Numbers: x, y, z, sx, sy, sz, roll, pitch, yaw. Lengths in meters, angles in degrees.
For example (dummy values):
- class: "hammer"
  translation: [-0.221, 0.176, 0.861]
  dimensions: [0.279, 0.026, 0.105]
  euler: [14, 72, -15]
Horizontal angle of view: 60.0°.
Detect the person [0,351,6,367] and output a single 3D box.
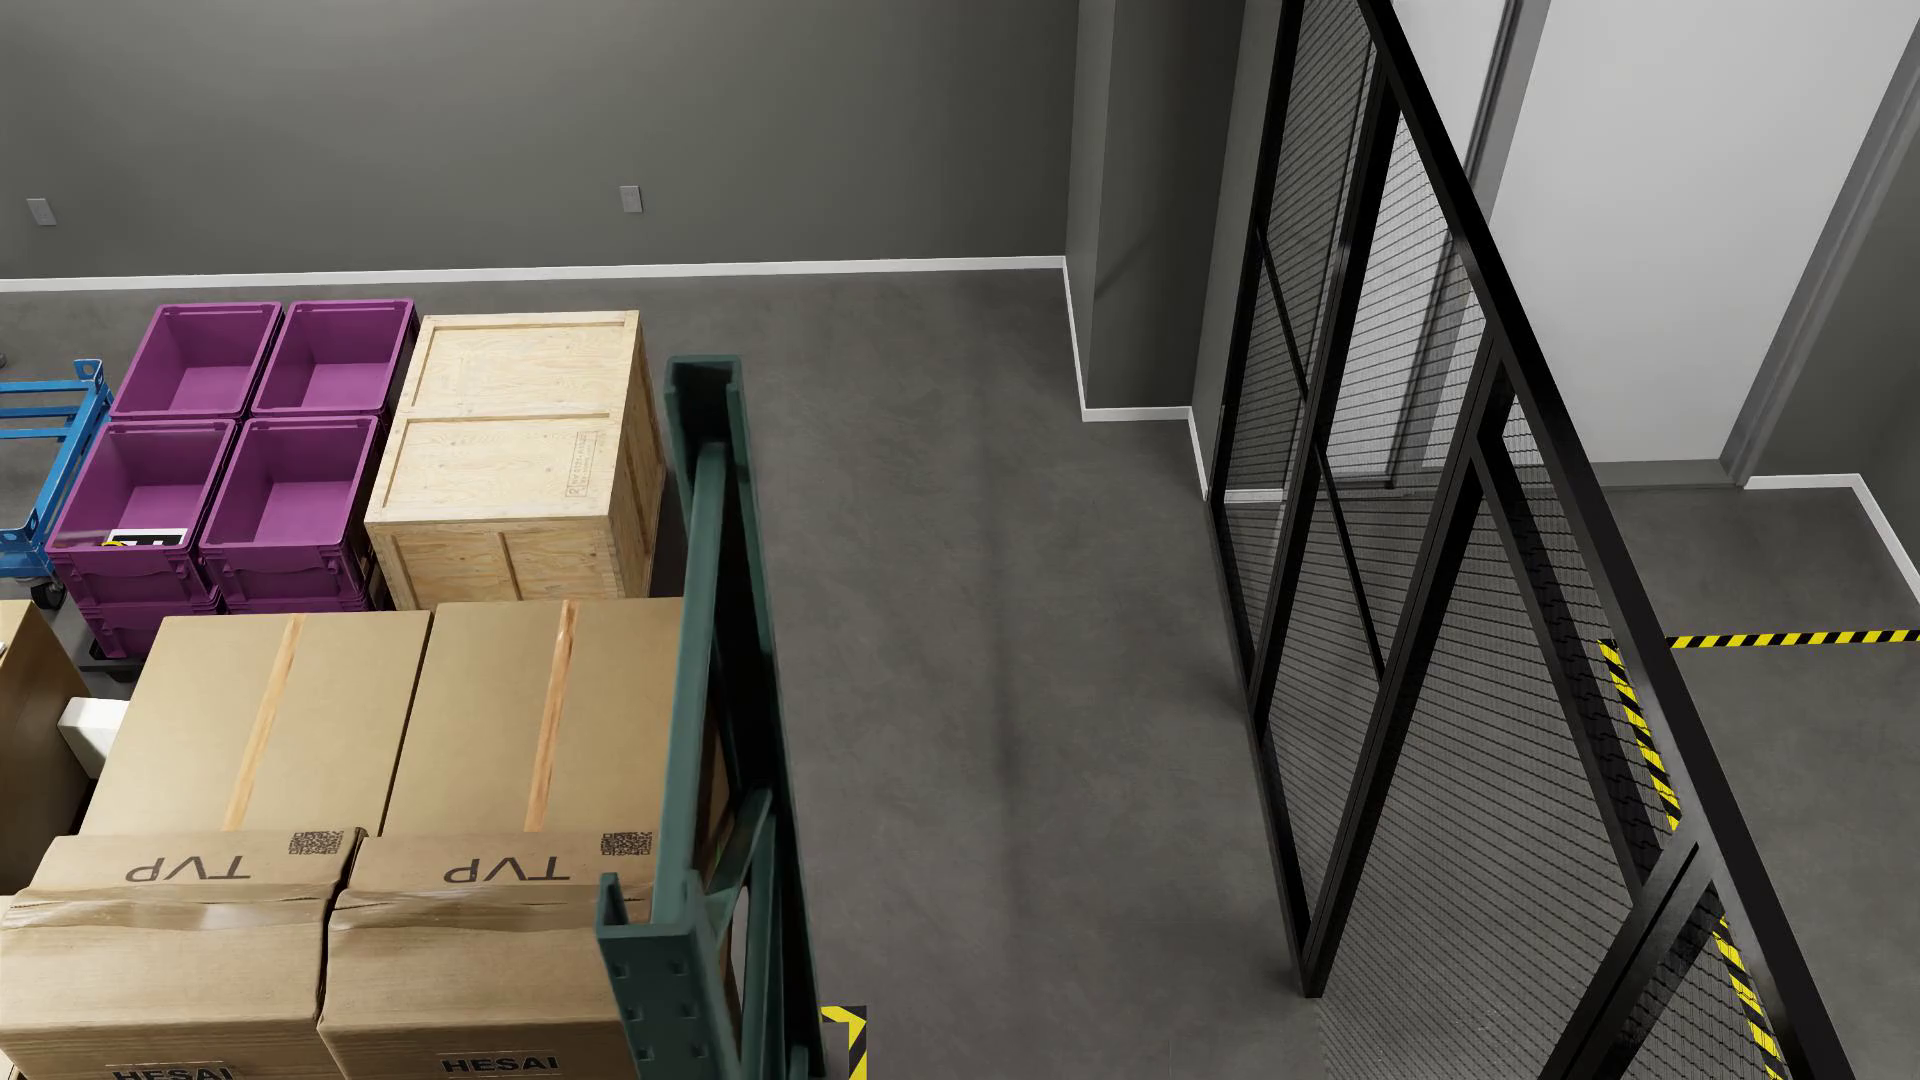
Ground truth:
- class: "person"
  translation: [-4.030, -1.264, 5.965]
  dimensions: [0.359, 1.934, 0.635]
  euler: [-4, 46, -4]
